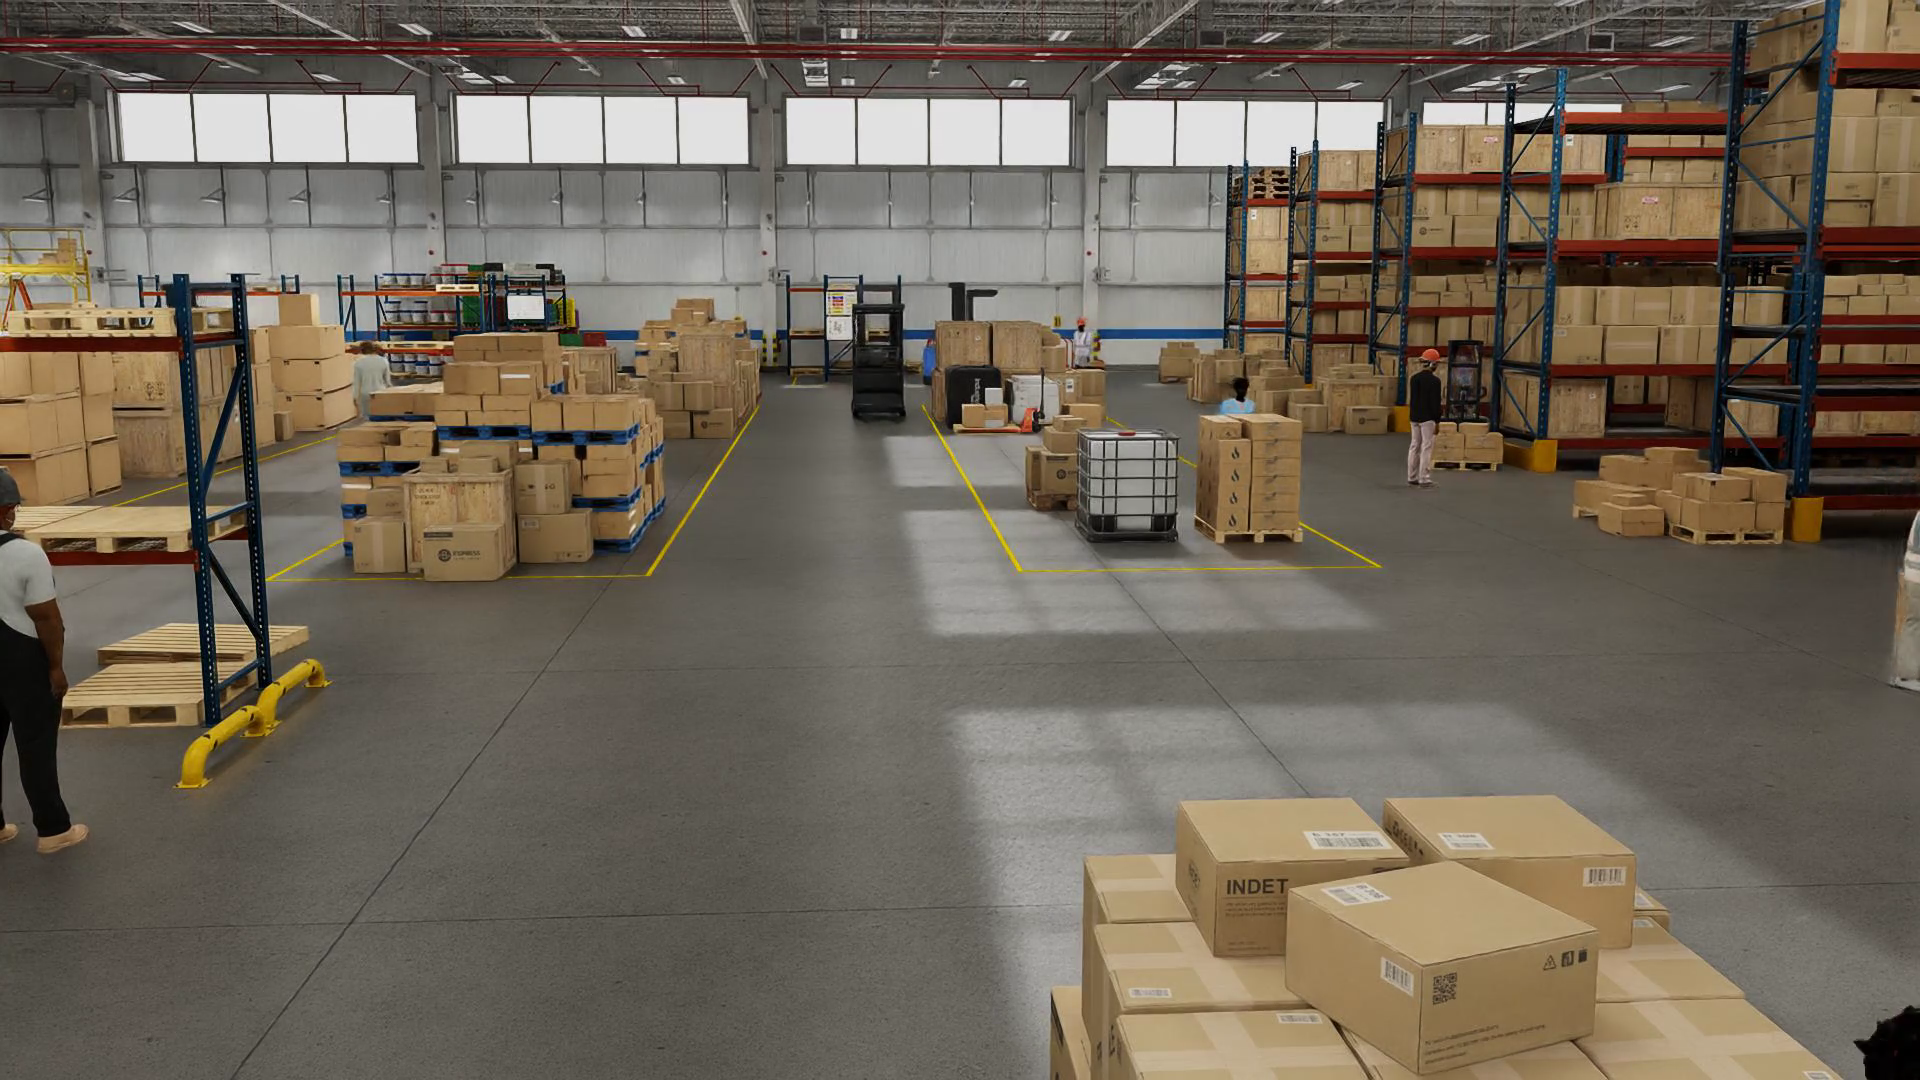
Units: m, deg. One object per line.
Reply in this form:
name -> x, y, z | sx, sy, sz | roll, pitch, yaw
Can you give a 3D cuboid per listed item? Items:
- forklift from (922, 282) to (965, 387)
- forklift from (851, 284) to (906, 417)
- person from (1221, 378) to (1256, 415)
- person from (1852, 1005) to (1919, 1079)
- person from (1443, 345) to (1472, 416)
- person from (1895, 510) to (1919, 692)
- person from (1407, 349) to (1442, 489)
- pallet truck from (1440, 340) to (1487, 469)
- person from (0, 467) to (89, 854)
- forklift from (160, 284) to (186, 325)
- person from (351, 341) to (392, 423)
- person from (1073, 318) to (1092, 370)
forklift -> -0.069, -5.568, 44.995 | 1.873, 2.768, 1.129 | -1, 9, -4
forklift -> -1.783, -4.109, 35.831 | 1.129, 2.768, 1.873 | -1, 9, -5
person -> 3.723, -1.370, 22.443 | 0.536, 1.662, 0.840 | -2, 9, -11
person -> 1.515, 1.652, 2.555 | 0.640, 1.949, 0.426 | -8, 12, -42
person -> 9.038, -2.731, 30.517 | 0.863, 1.806, 0.652 | 0, 9, 3
person -> 7.064, 0.313, 11.983 | 0.529, 1.619, 0.552 | 6, 11, 33
person -> 6.625, -1.717, 23.633 | 0.404, 1.987, 0.608 | -4, 10, -25
pallet truck -> 8.004, -2.170, 26.422 | 0.823, 1.965, 1.885 | 2, 9, 14
person -> -4.979, 0.627, 8.724 | 0.676, 2.000, 0.536 | 1, 9, 4
forklift -> -17.699, -4.394, 37.621 | 1.873, 2.768, 1.129 | -6, 11, -32
person -> -10.203, -2.498, 28.832 | 0.689, 1.879, 0.946 | -5, 10, -30
person -> 3.283, -4.941, 44.151 | 0.555, 1.903, 0.932 | 5, 11, 31
